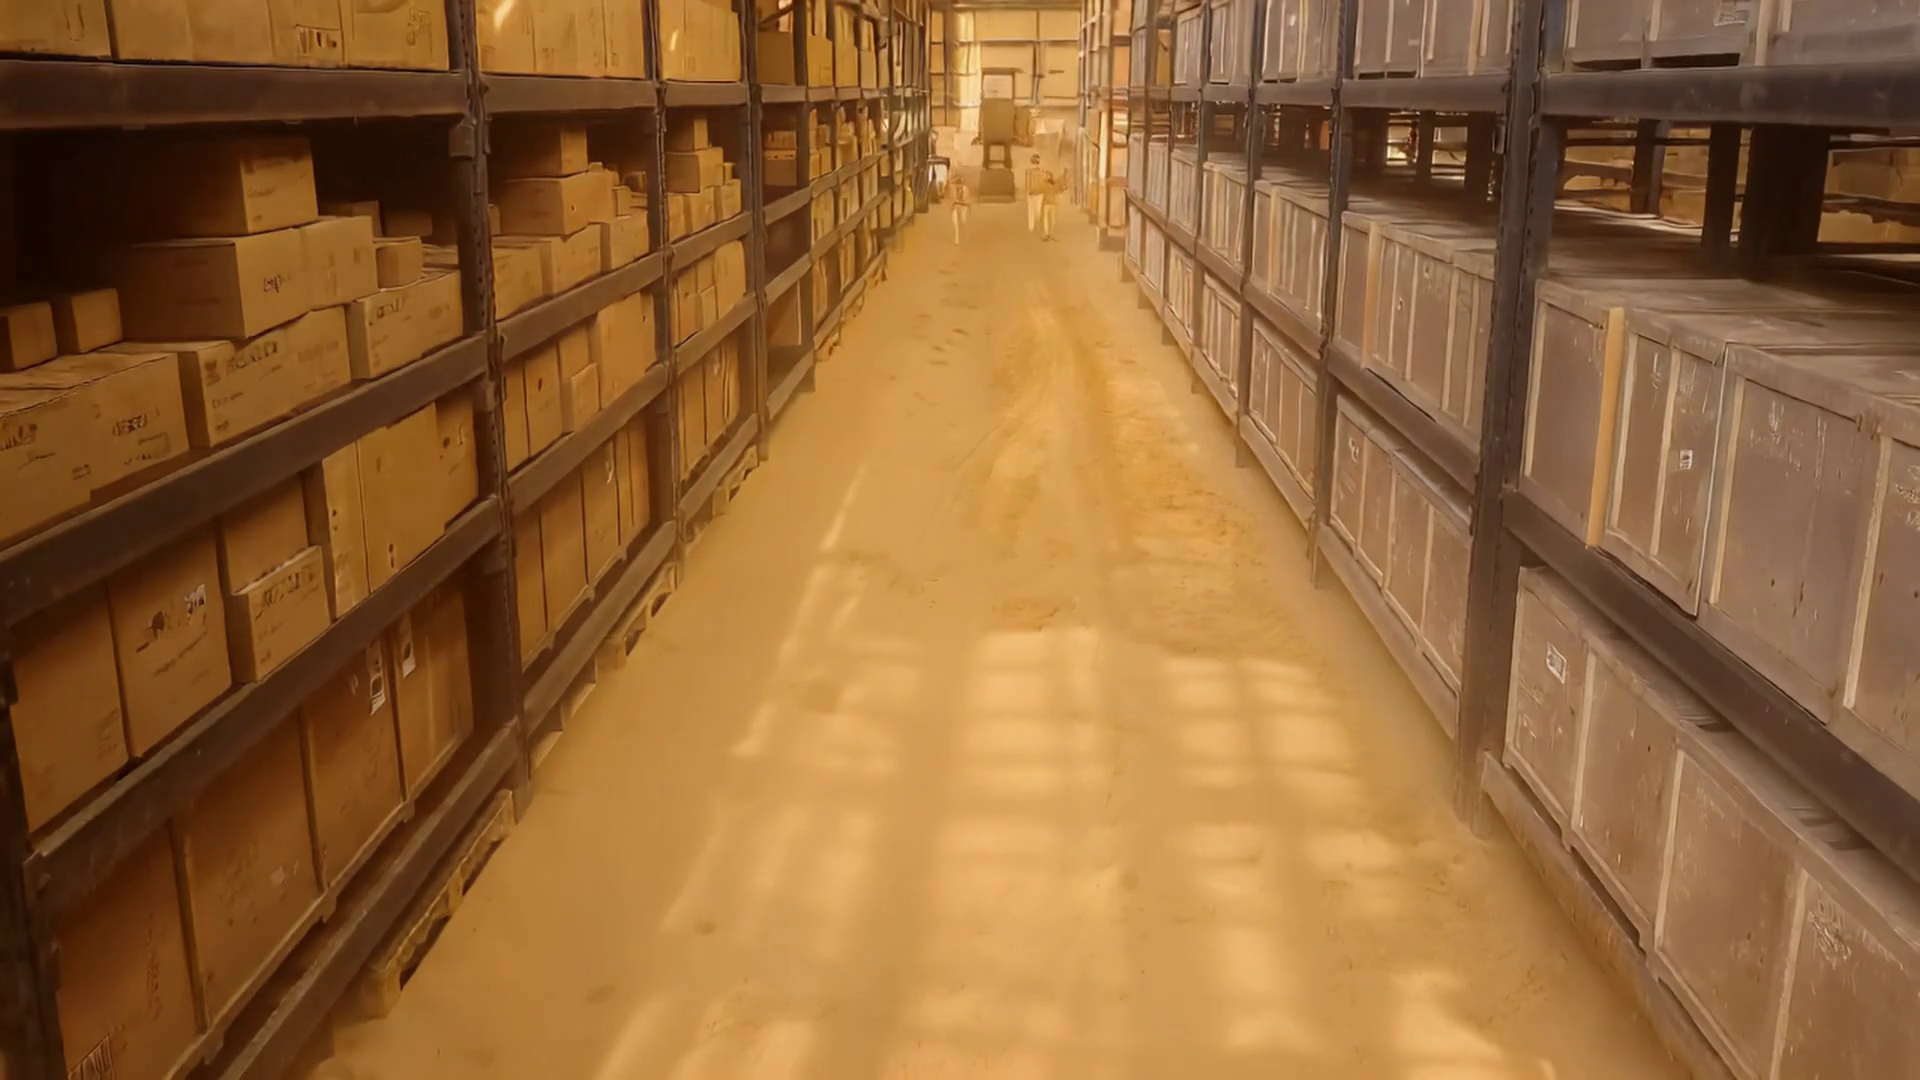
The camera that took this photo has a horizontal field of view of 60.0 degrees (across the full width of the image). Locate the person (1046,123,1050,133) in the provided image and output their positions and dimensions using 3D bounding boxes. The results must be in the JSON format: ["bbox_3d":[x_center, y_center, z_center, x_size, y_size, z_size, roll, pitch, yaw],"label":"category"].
[{"bbox_3d":[4.613,-21.593,89.968,0.813,1.906,0.563,7,16,24],"label":"person"}]

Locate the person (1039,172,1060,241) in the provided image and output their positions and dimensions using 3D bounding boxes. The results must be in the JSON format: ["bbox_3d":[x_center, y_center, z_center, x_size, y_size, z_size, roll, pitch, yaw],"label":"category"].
[{"bbox_3d":[2.156,-7.983,39.905,0.501,1.645,0.408,1,15,3],"label":"person"}]

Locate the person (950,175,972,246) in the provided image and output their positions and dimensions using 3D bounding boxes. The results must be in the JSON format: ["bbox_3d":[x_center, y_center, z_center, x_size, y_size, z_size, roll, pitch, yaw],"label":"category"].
[{"bbox_3d":[0.023,-7.737,38.980,0.524,1.611,0.771,2,15,8],"label":"person"}]

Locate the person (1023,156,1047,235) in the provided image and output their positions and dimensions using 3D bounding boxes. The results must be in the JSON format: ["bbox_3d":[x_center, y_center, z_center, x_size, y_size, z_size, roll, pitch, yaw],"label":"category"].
[{"bbox_3d":[1.911,-8.689,41.904,0.633,1.947,1.016,1,15,3],"label":"person"}]

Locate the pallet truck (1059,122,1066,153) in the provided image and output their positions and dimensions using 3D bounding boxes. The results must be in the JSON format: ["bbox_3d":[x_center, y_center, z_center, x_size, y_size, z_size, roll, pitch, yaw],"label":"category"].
[{"bbox_3d":[5.788,-21.111,88.014,1.885,1.965,0.823,5,16,18],"label":"pallet truck"}]

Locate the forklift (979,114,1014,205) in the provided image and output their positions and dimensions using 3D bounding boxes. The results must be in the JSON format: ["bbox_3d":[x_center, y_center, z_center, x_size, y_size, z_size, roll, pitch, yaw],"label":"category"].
[{"bbox_3d":[1.171,-12.140,52.959,1.129,2.768,1.873,0,15,2],"label":"forklift"}]

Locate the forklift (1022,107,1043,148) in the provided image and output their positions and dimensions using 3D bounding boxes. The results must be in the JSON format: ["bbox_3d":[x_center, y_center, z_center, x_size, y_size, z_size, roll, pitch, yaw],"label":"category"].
[{"bbox_3d":[3.531,-19.640,80.864,1.129,2.768,1.873,-8,17,-26],"label":"forklift"}]
